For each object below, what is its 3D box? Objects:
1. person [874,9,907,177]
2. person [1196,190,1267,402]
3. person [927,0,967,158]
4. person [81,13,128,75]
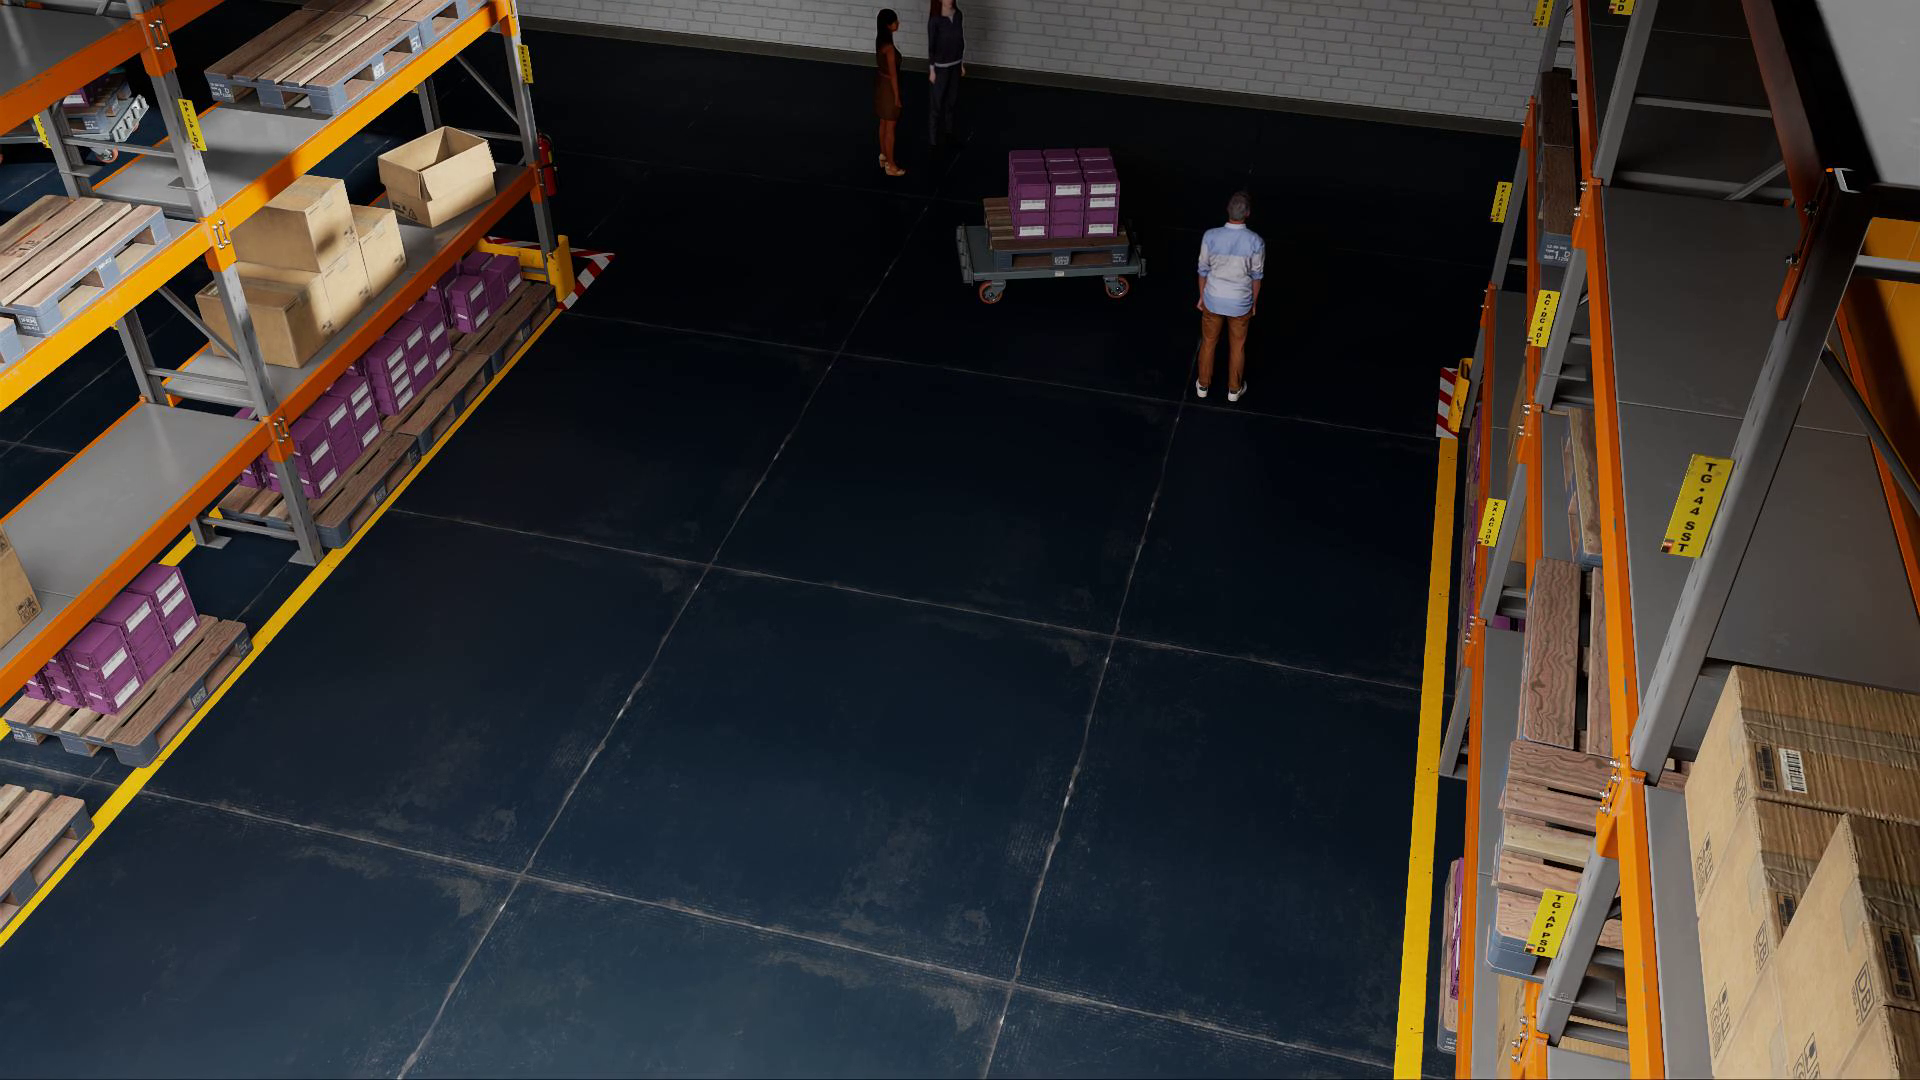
[{"bbox_3d":[-0.712,-4.480,16.628,0.697,1.690,0.599,-11,40,-13],"label":"person"},{"bbox_3d":[2.158,-1.946,13.345,0.675,1.827,0.556,10,40,12],"label":"person"},{"bbox_3d":[-0.152,-4.818,16.981,0.624,1.779,0.713,-26,45,-29],"label":"person"},{"bbox_3d":[-9.755,-6.031,18.546,0.654,1.721,0.676,28,46,30],"label":"person"}]
